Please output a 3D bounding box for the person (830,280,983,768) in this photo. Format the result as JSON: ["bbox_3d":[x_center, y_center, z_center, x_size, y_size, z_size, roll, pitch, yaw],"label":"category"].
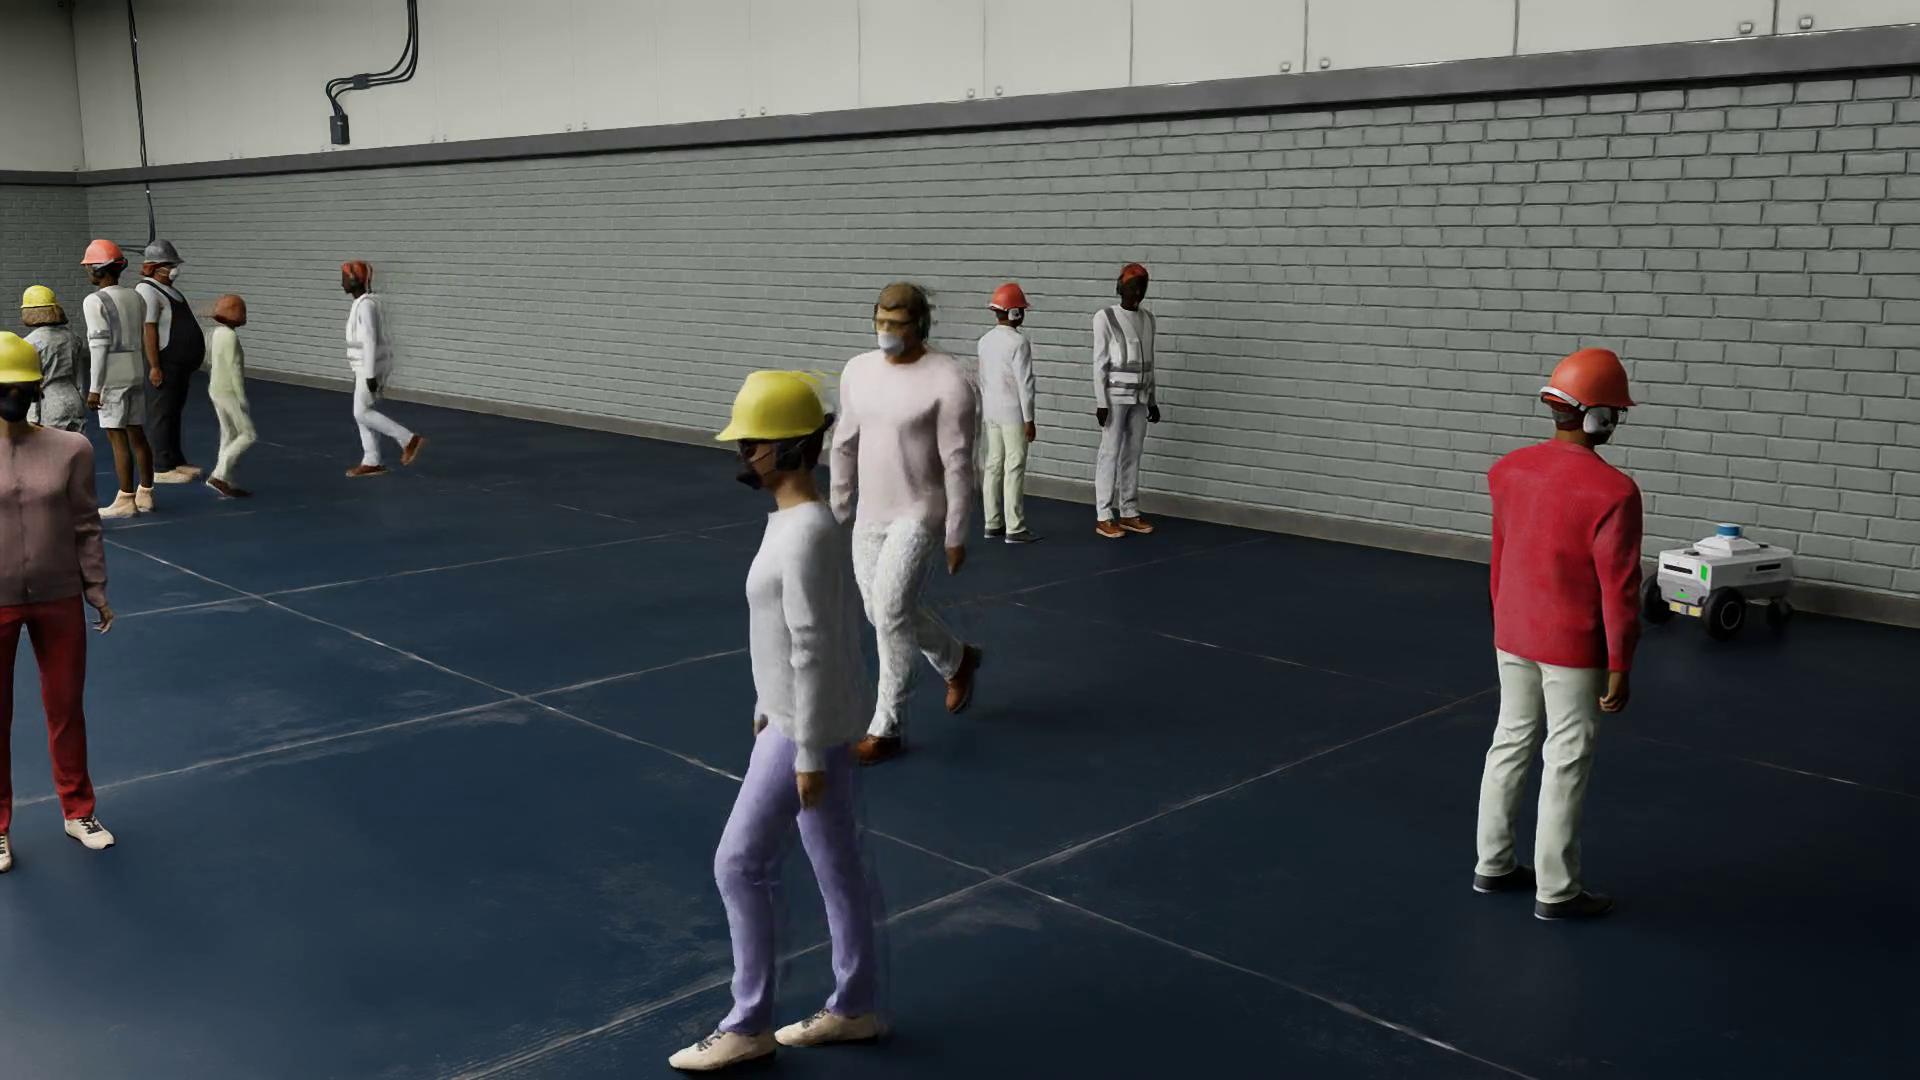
[{"bbox_3d":[-0.176,-0.086,6.683,0.638,1.911,0.808,9,14,40],"label":"person"}]

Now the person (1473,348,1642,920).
[{"bbox_3d":[1.843,0.291,5.075,0.342,1.746,0.568,-5,12,-25],"label":"person"}]

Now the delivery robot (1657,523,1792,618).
[{"bbox_3d":[4.051,0.153,8.806,0.707,0.478,0.477,-5,12,-25],"label":"delivery robot"}]

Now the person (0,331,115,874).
[{"bbox_3d":[-3.091,0.200,5.501,0.524,1.771,0.312,-9,14,-42],"label":"person"}]

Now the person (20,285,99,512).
[{"bbox_3d":[-6.269,-0.884,11.506,0.320,1.737,0.483,3,11,18],"label":"person"}]

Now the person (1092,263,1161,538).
[{"bbox_3d":[1.157,-0.968,11.542,0.573,1.886,0.354,-9,13,-39],"label":"person"}]

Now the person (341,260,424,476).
[{"bbox_3d":[-5.046,-1.478,14.395,0.560,1.868,0.582,-5,11,-25],"label":"person"}]

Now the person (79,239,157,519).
[{"bbox_3d":[-6.229,-1.178,12.263,0.377,2.044,0.608,1,10,6],"label":"person"}]

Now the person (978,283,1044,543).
[{"bbox_3d":[0.342,-0.860,11.307,0.318,1.756,0.562,-7,12,-32],"label":"person"}]

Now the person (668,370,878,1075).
[{"bbox_3d":[-0.503,0.458,4.118,0.653,1.744,0.548,-1,10,-4],"label":"person"}]

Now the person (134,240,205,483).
[{"bbox_3d":[-6.683,-1.515,14.106,0.536,2.000,0.683,-2,10,-8],"label":"person"}]

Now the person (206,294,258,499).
[{"bbox_3d":[-5.726,-1.116,13.057,0.332,1.616,0.521,-7,13,-34],"label":"person"}]
